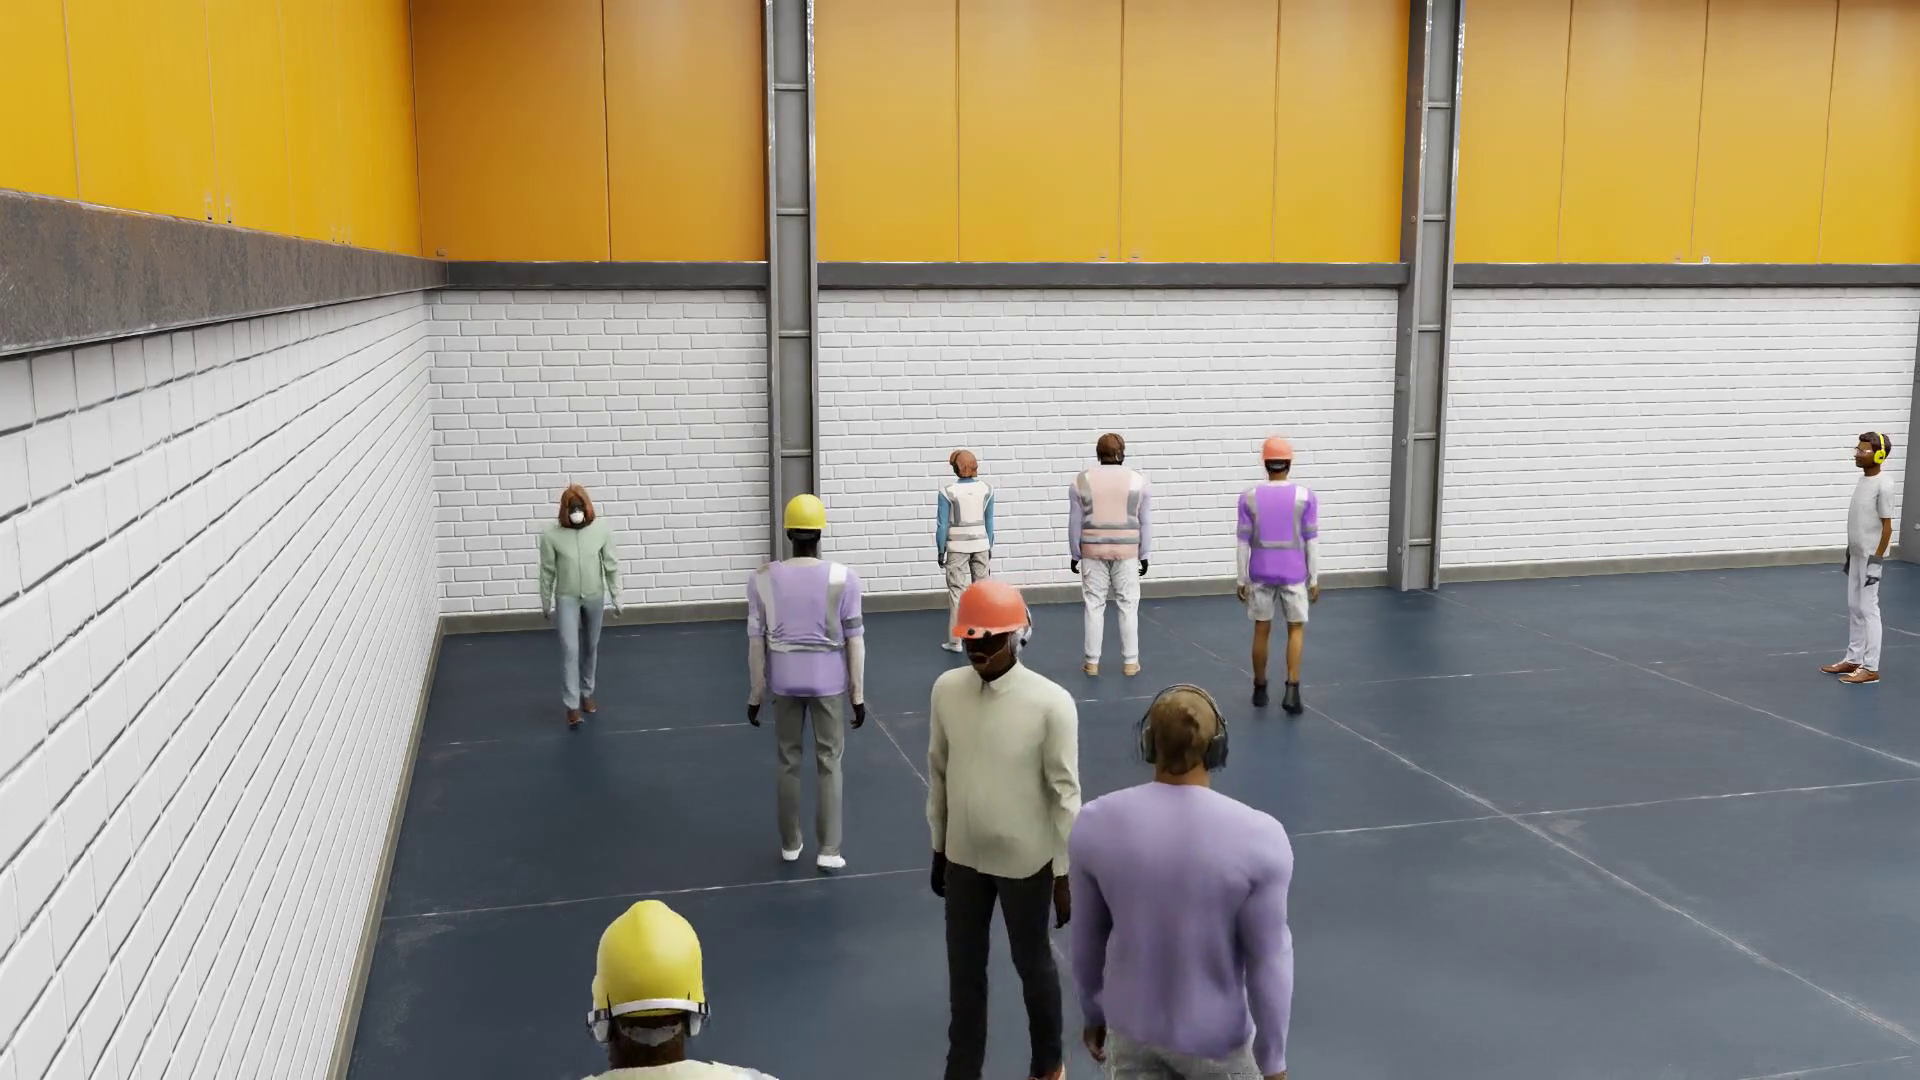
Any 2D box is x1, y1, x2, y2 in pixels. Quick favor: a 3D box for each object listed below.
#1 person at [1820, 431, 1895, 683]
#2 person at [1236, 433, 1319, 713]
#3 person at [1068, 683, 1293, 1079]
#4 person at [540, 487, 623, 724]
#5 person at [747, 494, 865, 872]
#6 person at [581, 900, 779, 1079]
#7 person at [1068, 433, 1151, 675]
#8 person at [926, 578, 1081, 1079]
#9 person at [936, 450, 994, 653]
[{"bbox_3d":[6.704,0.128,12.347,0.327,1.874,0.516,1,9,5],"label":"person"},{"bbox_3d":[2.198,0.230,11.521,0.564,1.936,0.422,3,9,16],"label":"person"},{"bbox_3d":[0.625,1.342,4.630,0.655,1.917,0.590,4,10,25],"label":"person"},{"bbox_3d":[-2.547,0.441,11.244,0.513,1.592,0.803,-4,10,-23],"label":"person"},{"bbox_3d":[-0.795,0.746,8.452,0.613,1.946,0.577,1,9,6],"label":"person"},{"bbox_3d":[-0.579,1.617,3.225,0.611,1.814,0.617,-4,10,-22],"label":"person"},{"bbox_3d":[1.127,0.112,12.556,0.624,1.841,0.430,1,9,5],"label":"person"},{"bbox_3d":[0.140,1.105,5.931,0.626,2.001,0.449,6,11,32],"label":"person"},{"bbox_3d":[0.046,0.090,13.341,0.508,1.629,0.316,-4,10,-24],"label":"person"}]
